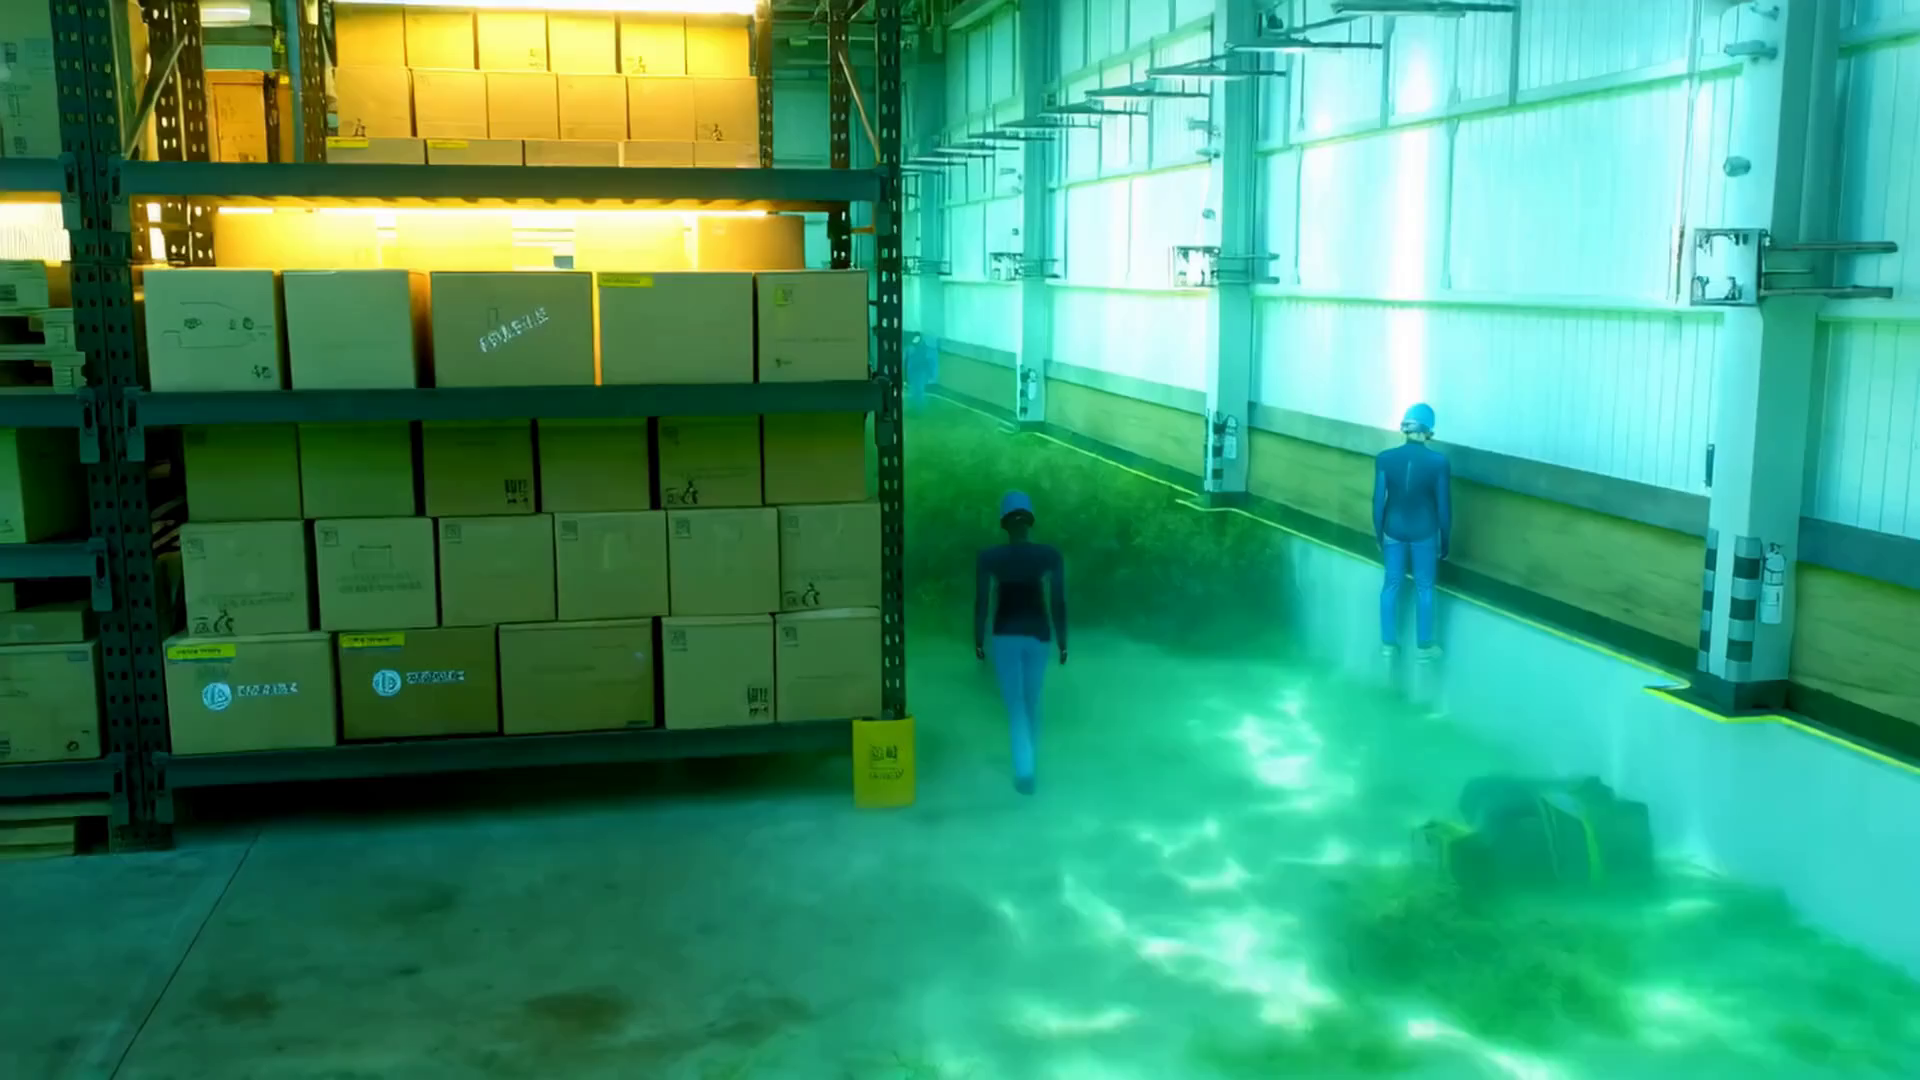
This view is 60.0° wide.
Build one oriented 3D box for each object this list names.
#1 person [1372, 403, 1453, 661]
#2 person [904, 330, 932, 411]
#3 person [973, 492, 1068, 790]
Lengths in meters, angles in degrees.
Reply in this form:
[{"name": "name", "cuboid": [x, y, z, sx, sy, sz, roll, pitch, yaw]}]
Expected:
[{"name": "person", "cuboid": [3.510, -0.064, 12.882, 0.623, 1.992, 0.396, 6, 11, 33]}, {"name": "person", "cuboid": [-0.895, -3.600, 35.339, 0.577, 1.701, 0.939, -2, 9, -11]}, {"name": "person", "cuboid": [0.351, 0.573, 9.896, 0.532, 1.699, 0.980, -2, 10, -12]}]
